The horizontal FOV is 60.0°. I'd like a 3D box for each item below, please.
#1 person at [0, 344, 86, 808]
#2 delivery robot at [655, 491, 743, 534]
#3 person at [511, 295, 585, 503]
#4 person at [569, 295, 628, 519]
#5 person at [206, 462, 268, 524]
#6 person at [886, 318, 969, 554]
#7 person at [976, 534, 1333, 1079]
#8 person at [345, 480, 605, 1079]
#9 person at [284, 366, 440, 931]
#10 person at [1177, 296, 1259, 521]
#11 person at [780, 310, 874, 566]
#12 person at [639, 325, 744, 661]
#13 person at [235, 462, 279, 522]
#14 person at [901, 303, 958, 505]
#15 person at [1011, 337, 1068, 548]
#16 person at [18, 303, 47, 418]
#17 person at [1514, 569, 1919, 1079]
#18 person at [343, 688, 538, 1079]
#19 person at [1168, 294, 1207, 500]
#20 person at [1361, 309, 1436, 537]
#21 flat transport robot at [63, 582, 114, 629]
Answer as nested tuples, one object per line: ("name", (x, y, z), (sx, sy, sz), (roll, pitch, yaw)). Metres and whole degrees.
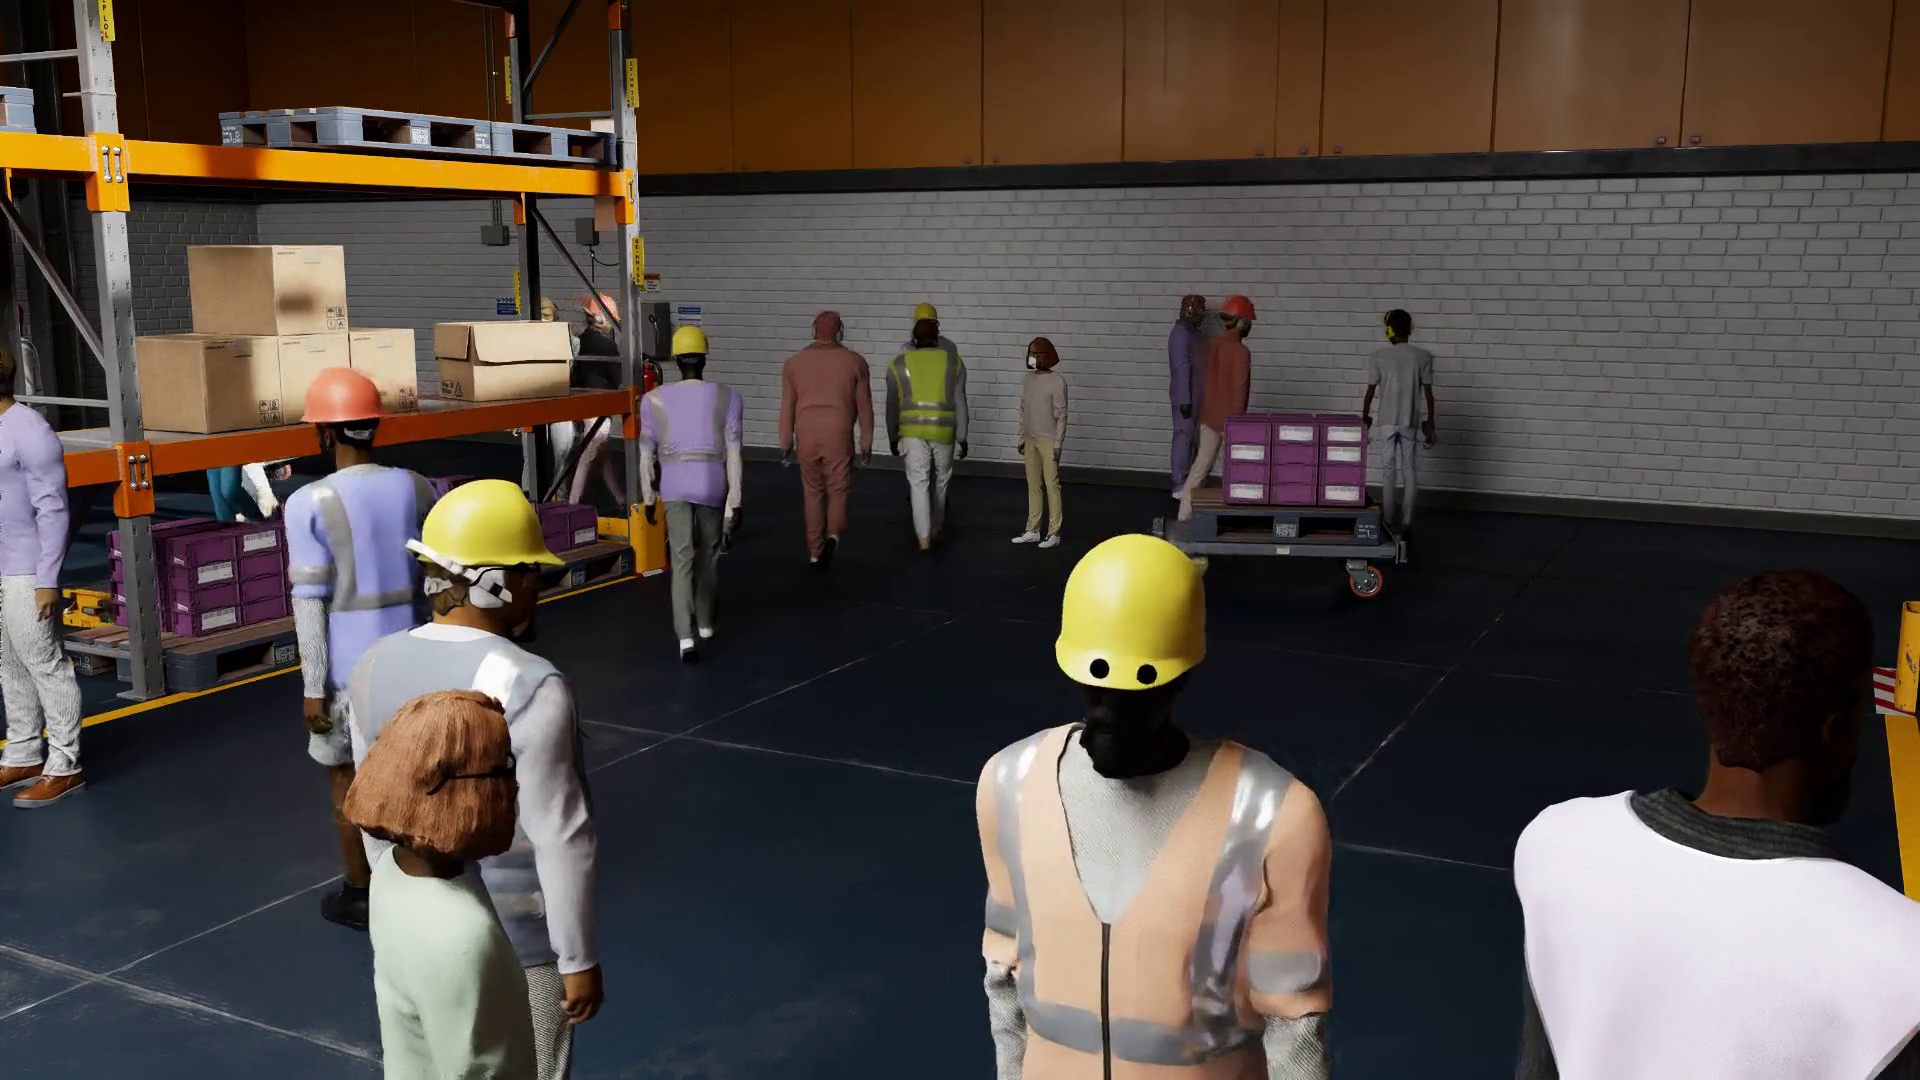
("person", (-3.912, 0.137, 6.879), (0.629, 1.939, 0.371), (6, 11, 31))
("delivery robot", (-2.046, -0.256, 12.884), (0.707, 0.478, 0.477), (0, 10, 1))
("person", (-3.375, -1.022, 13.592), (0.633, 1.936, 0.353), (-4, 11, -24))
("person", (-2.932, -1.058, 13.835), (1.001, 1.929, 0.595), (-9, 13, -42))
("person", (-5.416, -0.738, 12.253), (0.582, 1.831, 0.443), (3, 10, 19))
("person", (-0.253, -0.807, 12.810), (0.631, 1.785, 0.999), (-1, 10, -4))
("person", (0.304, 0.901, 2.641), (0.596, 1.892, 0.959), (5, 11, 25))
("person", (-0.964, 0.786, 3.444), (0.587, 1.826, 0.404), (6, 12, 31))
("person", (-1.877, 0.396, 5.444), (0.730, 1.922, 0.553), (7, 12, 36))
("person", (2.156, -0.953, 13.223), (1.040, 1.934, 0.631), (-4, 11, -24))
("person", (-0.969, -0.718, 12.022), (0.692, 1.876, 0.698), (1, 10, 5))
("person", (-1.523, -0.275, 9.464), (0.599, 1.877, 0.988), (-1, 10, -7))
("person", (-6.055, -1.045, 14.043), (0.660, 1.824, 0.460), (5, 11, 26))
("person", (-0.308, -1.225, 15.065), (0.588, 1.834, 0.403), (-7, 12, -34))
("person", (0.629, -0.758, 12.941), (0.281, 1.634, 0.498), (-8, 13, -38))
("person", (-7.668, -0.997, 13.594), (0.356, 1.887, 0.573), (-6, 12, -32))
("person", (0.915, 0.982, 2.062), (0.377, 1.914, 0.594), (-6, 11, -31))
("person", (-0.811, 1.028, 2.648), (0.658, 1.612, 0.527), (-5, 11, -25))
("person", (2.128, -1.317, 15.402), (0.410, 1.905, 0.640), (2, 10, 12))
("person", (3.474, -0.902, 13.184), (0.553, 1.839, 0.536), (1, 10, 5))
("flat transport robot", (-4.963, 0.330, 10.580), (0.652, 0.197, 1.431), (5, 11, 26))
